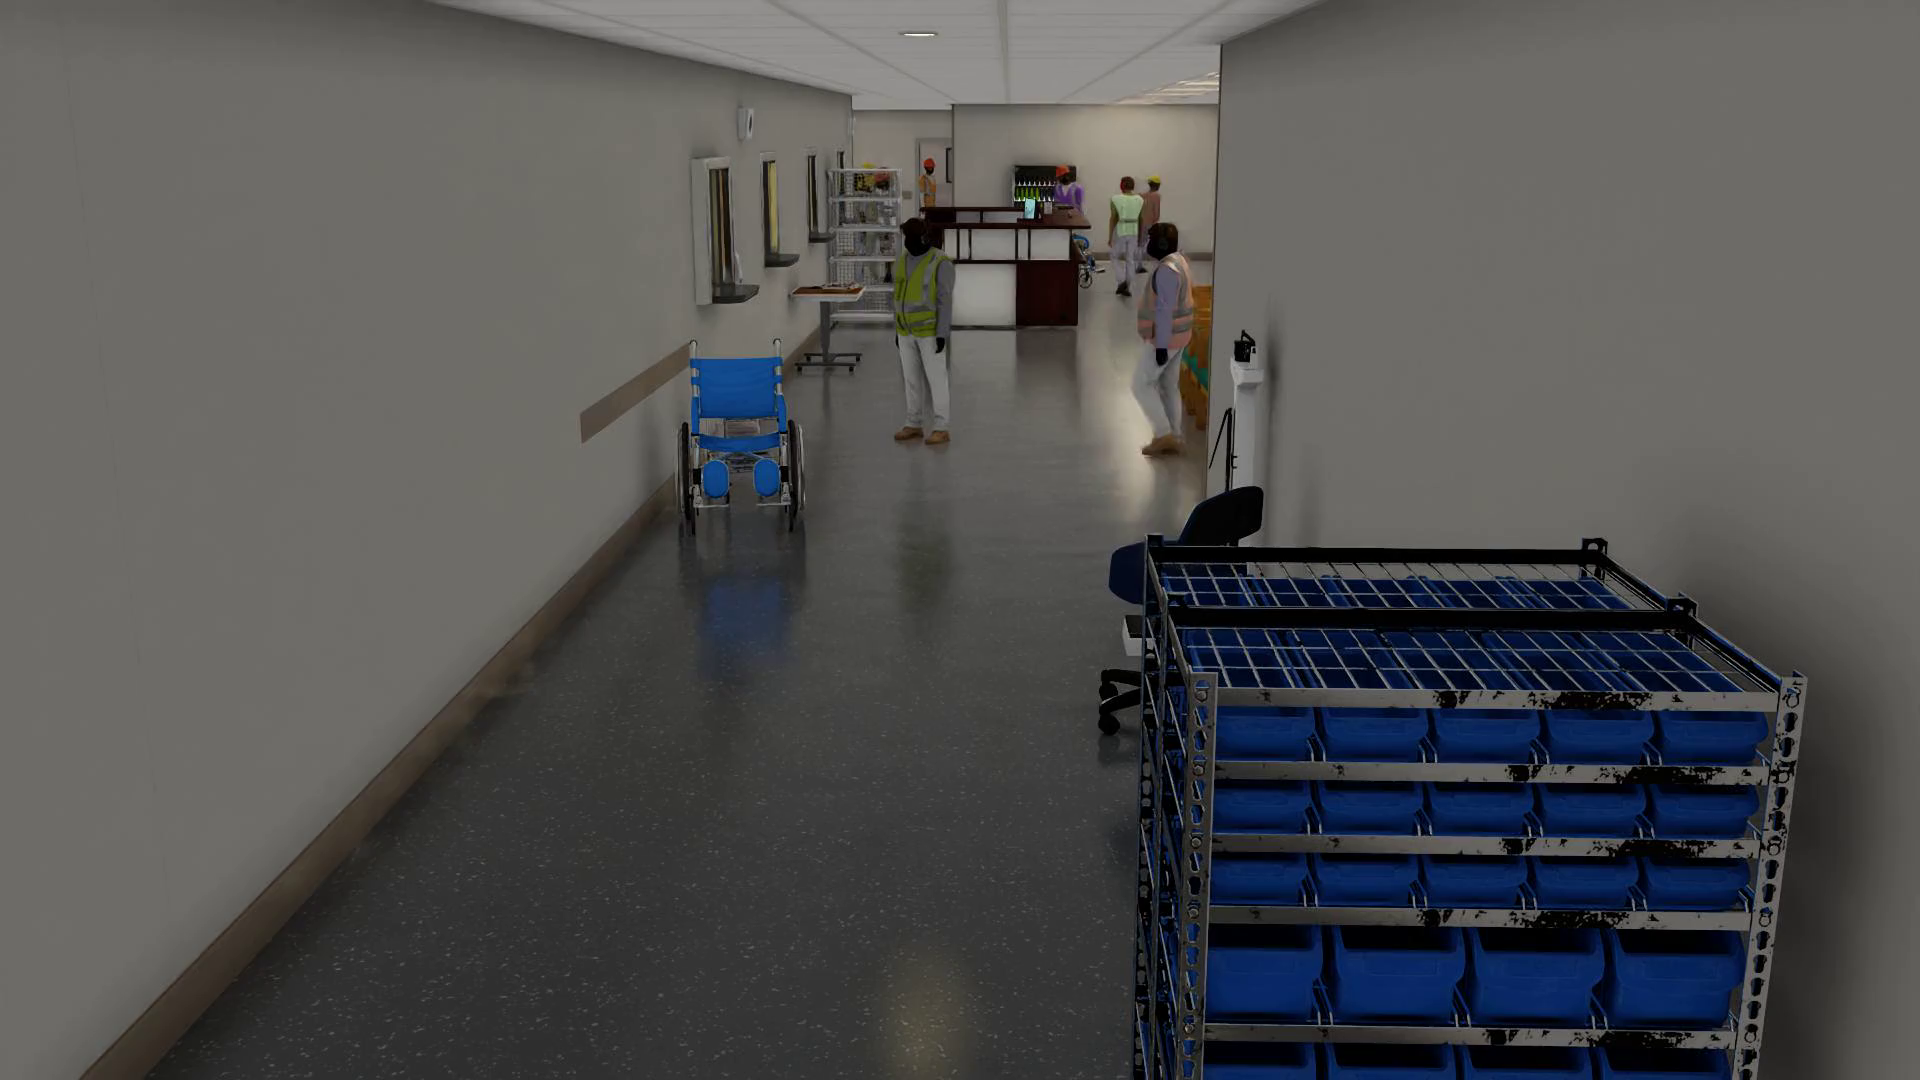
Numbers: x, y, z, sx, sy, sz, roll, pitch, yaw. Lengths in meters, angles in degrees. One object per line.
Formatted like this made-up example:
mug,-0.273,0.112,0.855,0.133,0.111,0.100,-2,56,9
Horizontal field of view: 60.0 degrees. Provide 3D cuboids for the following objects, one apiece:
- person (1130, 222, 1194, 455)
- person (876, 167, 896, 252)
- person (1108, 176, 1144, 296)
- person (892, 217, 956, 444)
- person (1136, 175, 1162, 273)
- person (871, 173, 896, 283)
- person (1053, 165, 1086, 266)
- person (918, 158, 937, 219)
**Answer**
person,1.575,-1.550,12.960,0.461,1.825,0.658,4,14,16
person,-1.463,-6.302,32.256,0.593,1.831,1.023,6,15,23
person,2.558,-4.694,25.709,0.598,1.828,0.457,-4,15,-17
person,-0.320,-1.701,13.560,0.631,1.840,0.429,12,18,39
person,3.513,-5.690,29.954,0.815,1.729,0.528,-10,17,-34
person,-1.162,-5.096,27.193,0.578,1.907,0.633,-1,14,-5
person,1.989,-5.894,30.447,0.559,1.890,0.581,9,17,33
person,-0.657,-7.150,35.458,0.357,1.938,0.543,8,16,31
